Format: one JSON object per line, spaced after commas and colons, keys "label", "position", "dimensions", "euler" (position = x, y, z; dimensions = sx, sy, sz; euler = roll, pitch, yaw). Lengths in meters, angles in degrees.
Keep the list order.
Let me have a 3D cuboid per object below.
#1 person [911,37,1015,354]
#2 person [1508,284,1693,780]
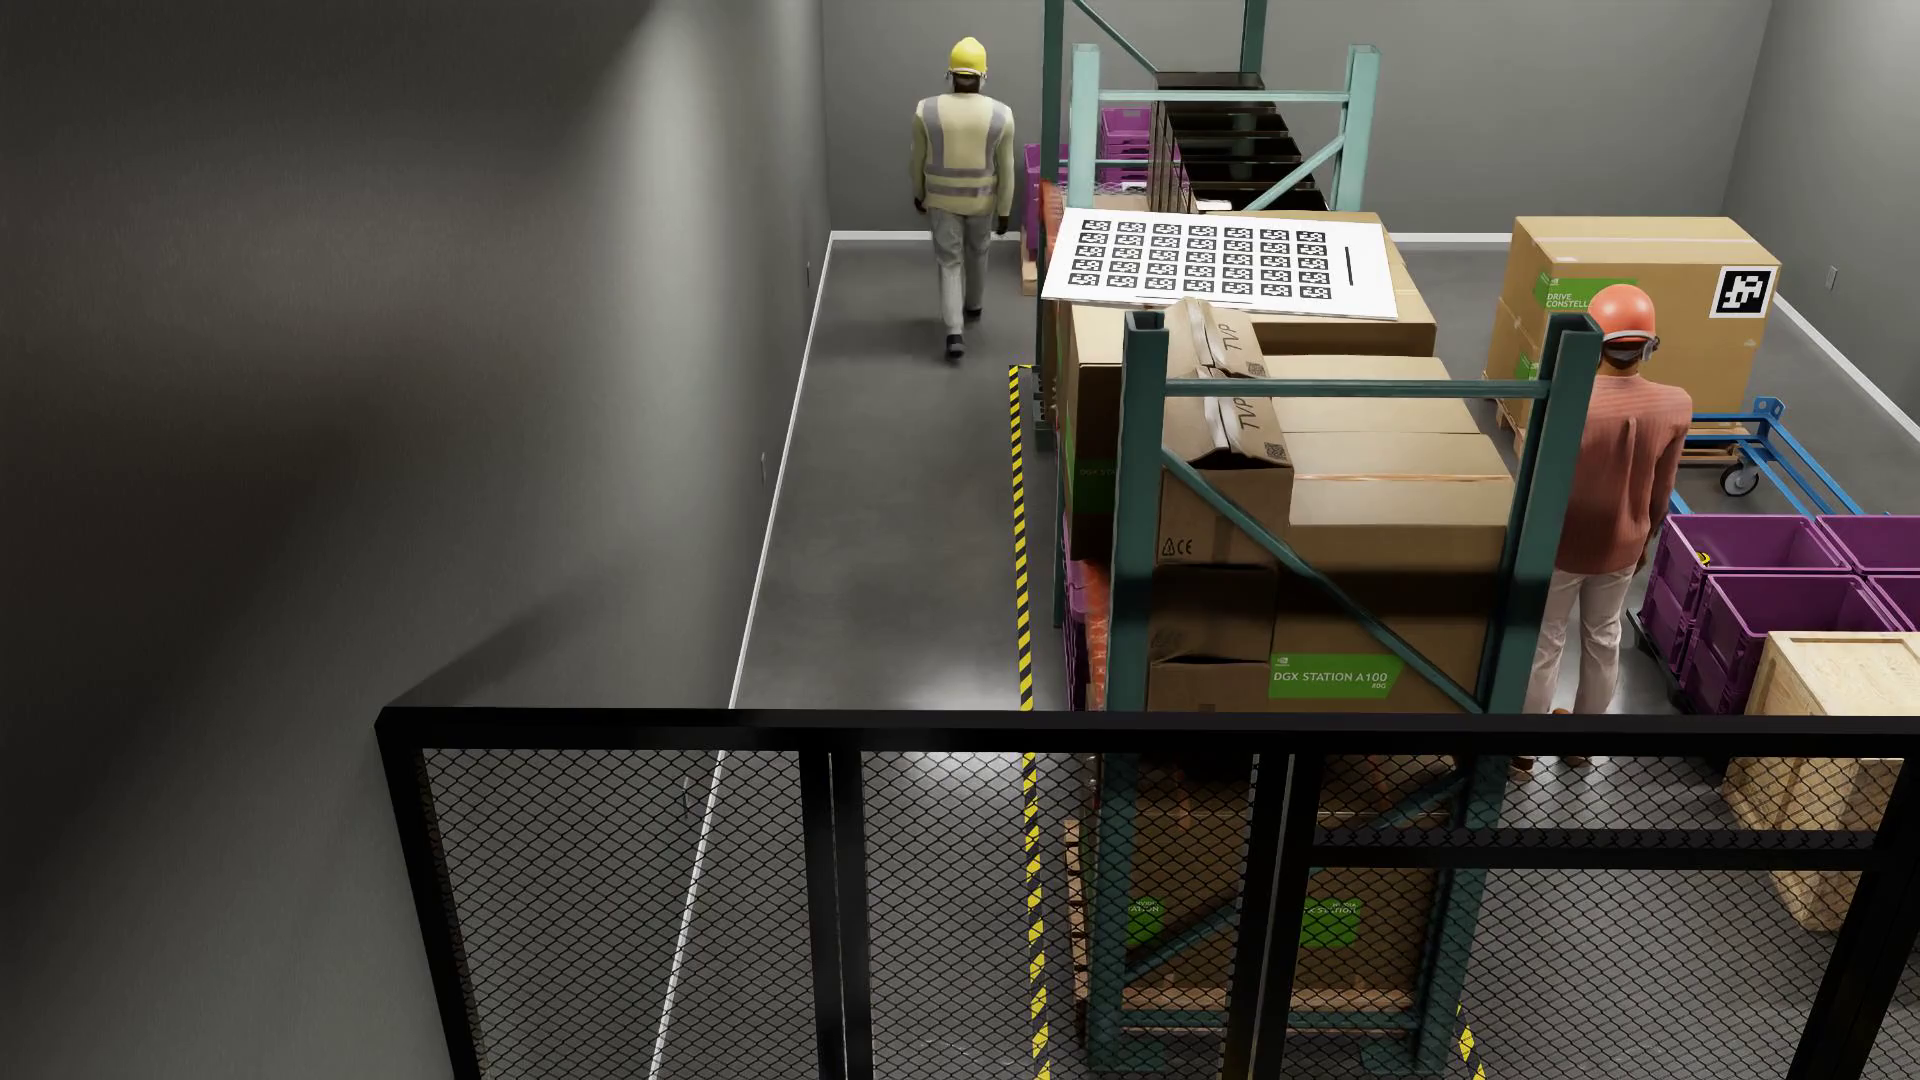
{"label": "person", "position": [0.017, -2.001, 9.683], "dimensions": [0.590, 1.794, 0.898], "euler": [-2, 31, -4]}
{"label": "person", "position": [2.297, 0.006, 6.159], "dimensions": [0.608, 1.987, 0.391], "euler": [-7, 32, -11]}
